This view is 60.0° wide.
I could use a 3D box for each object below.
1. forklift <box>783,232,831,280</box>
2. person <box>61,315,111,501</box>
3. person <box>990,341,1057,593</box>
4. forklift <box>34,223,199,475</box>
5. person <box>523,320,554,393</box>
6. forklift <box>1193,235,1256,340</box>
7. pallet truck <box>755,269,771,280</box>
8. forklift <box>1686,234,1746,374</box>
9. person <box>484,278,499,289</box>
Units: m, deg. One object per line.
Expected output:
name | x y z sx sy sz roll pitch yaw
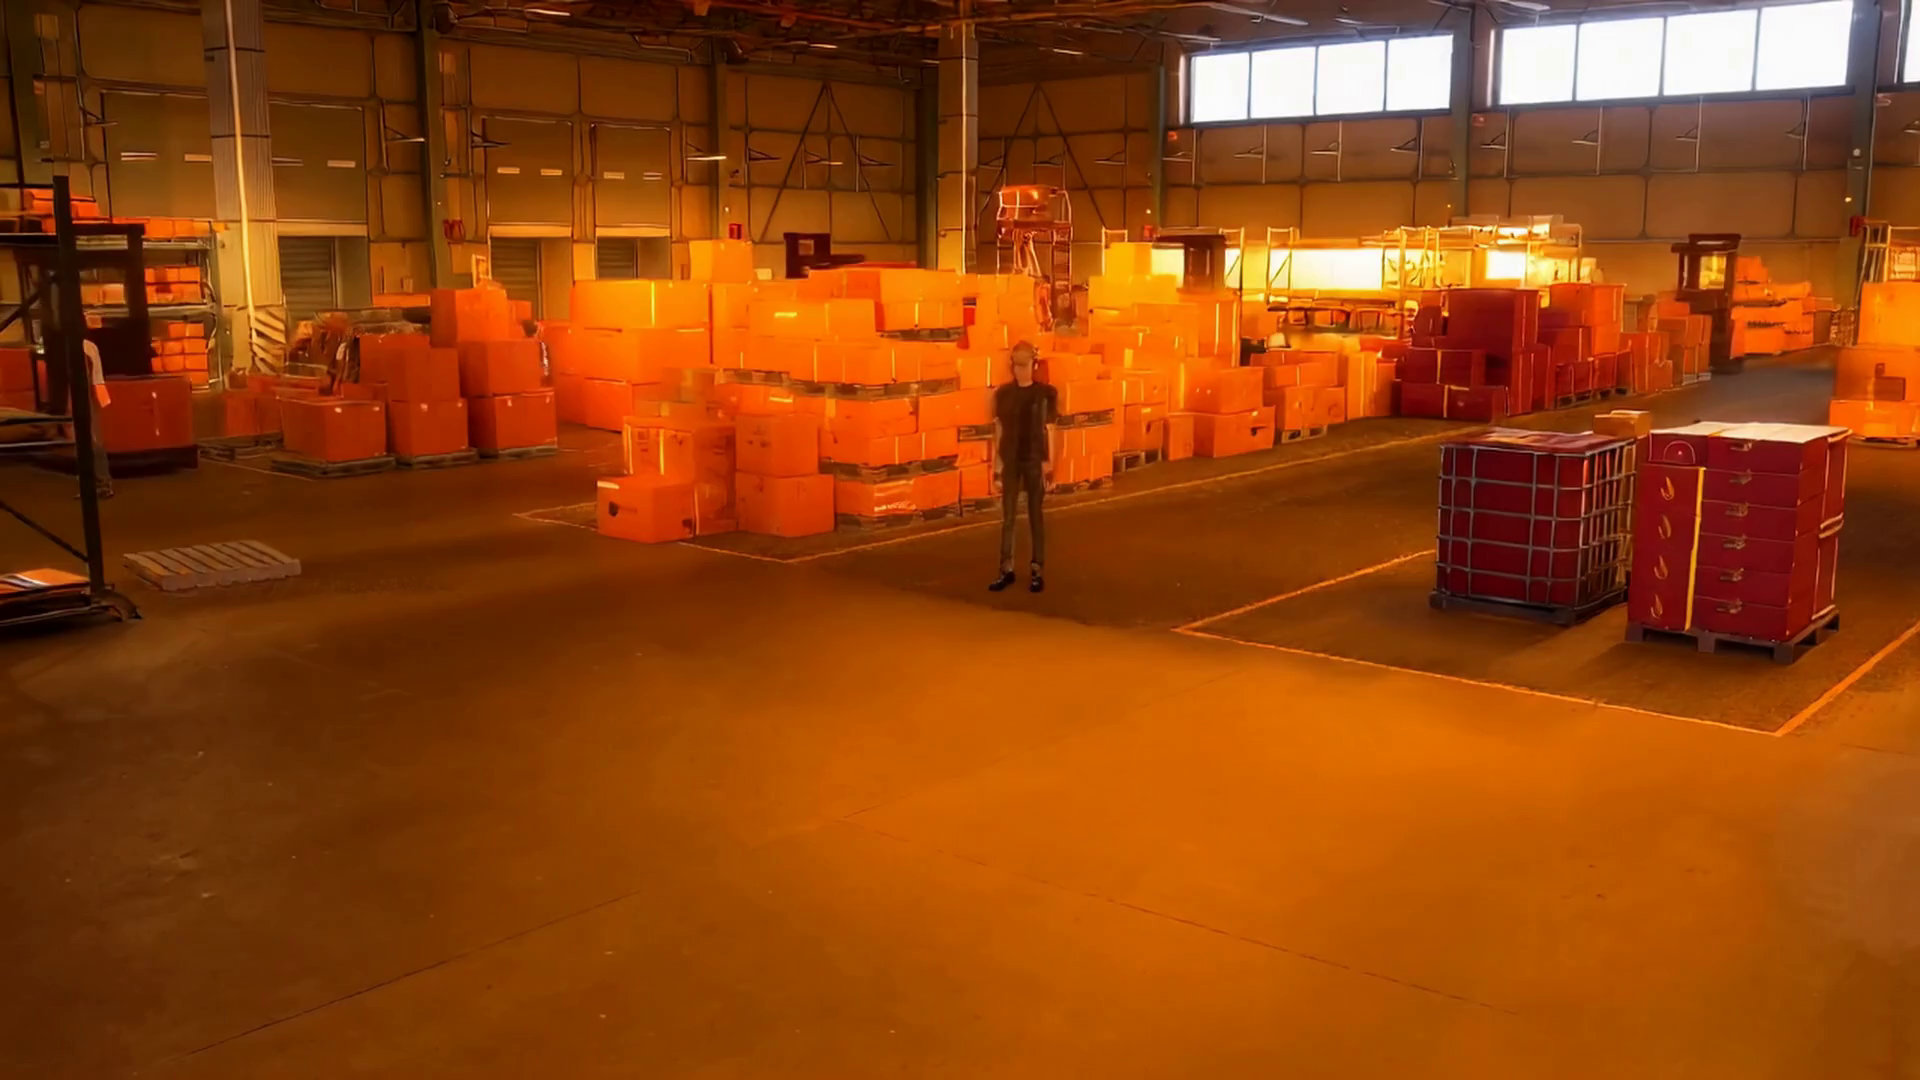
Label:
forklift | -2.817 -4.293 30.833 1.873 2.768 1.129 8 13 40
person | -8.836 -1.350 16.858 0.406 1.910 0.590 -5 11 -26
person | 0.468 -0.540 12.342 0.514 1.873 0.329 3 11 19
forklift | -9.668 -2.194 18.886 1.873 2.768 1.129 8 13 40
person | -5.750 -2.167 22.385 0.851 1.596 0.530 8 13 37
forklift | 5.583 -5.397 37.123 1.873 2.768 1.129 8 13 40
pallet truck | -4.996 -6.432 45.525 1.885 1.965 0.823 -6 12 -32
forklift | 15.319 -4.851 34.010 1.129 2.768 1.873 8 13 40
person | -9.521 -4.356 33.873 0.361 1.939 0.543 4 11 20
